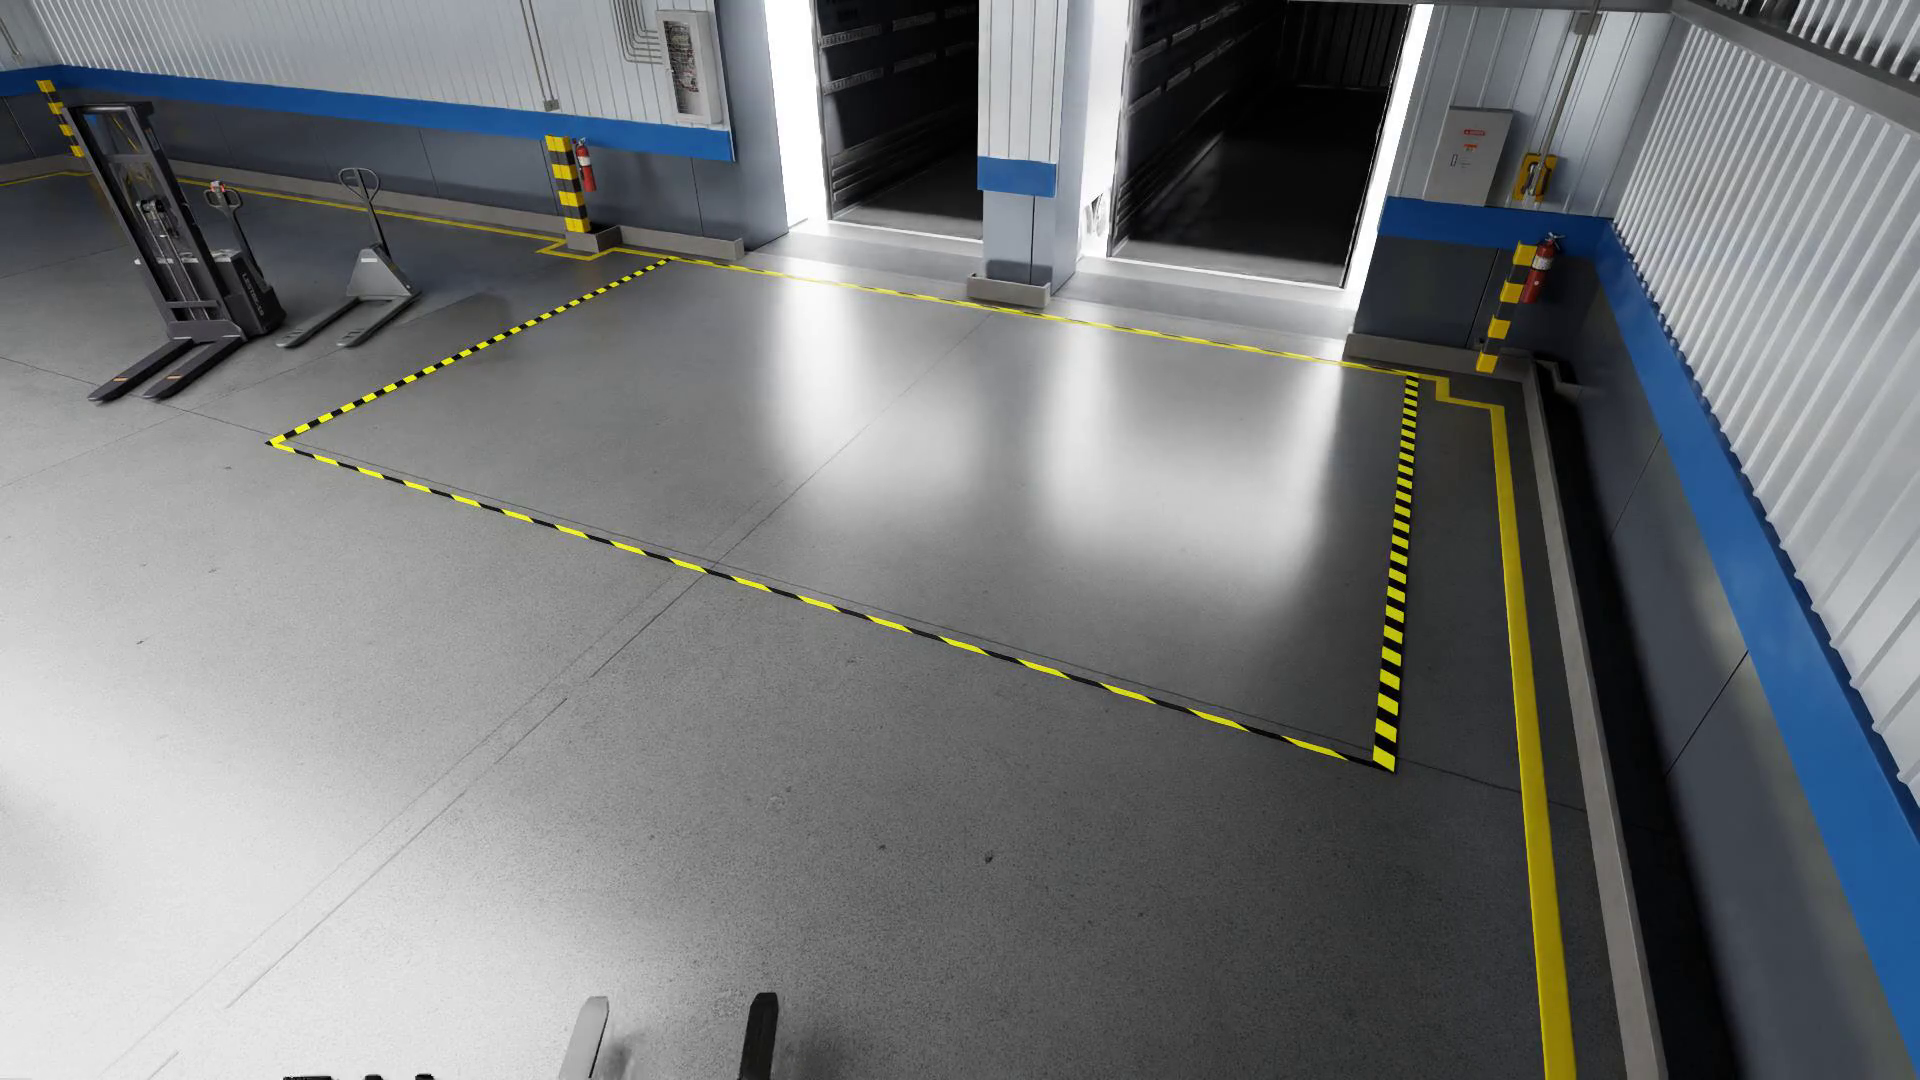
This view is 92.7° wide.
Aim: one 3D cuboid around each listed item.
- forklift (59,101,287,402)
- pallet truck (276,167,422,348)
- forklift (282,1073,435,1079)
[{"bbox_3d":[-6.686,-2.387,7.434,0.823,1.965,1.885,-3,35,-5],"label":"forklift"},{"bbox_3d":[-5.732,-2.611,8.414,0.680,1.201,1.601,-1,35,-1],"label":"pallet truck"},{"bbox_3d":[-0.913,2.128,0.666,1.157,2.036,2.680,-1,35,-1],"label":"forklift"}]
